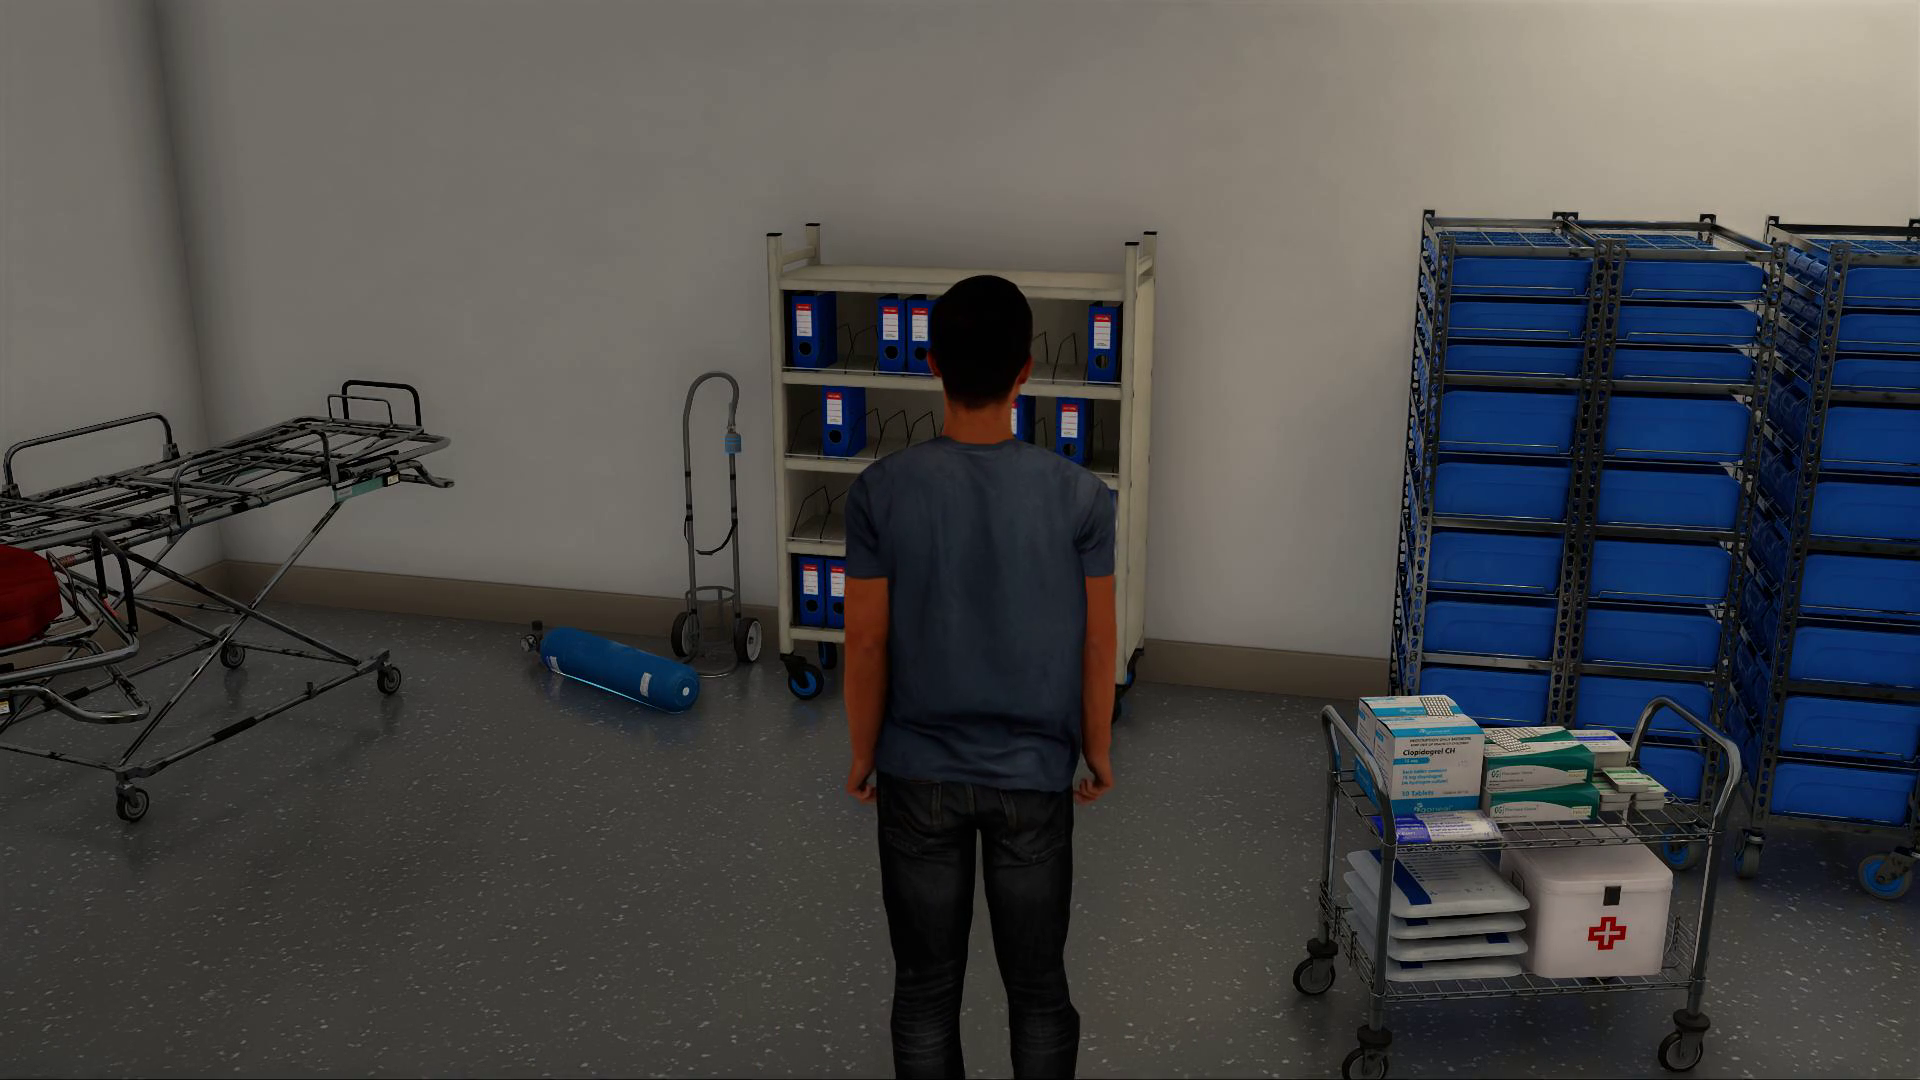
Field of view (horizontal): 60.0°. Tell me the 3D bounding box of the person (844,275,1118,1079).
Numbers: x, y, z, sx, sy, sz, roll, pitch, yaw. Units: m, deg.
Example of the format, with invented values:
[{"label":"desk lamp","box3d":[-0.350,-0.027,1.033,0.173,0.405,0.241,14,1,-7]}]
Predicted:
[{"label":"person","box3d":[0.034,0.419,3.103,0.715,1.809,0.636,0,16,-1]}]
